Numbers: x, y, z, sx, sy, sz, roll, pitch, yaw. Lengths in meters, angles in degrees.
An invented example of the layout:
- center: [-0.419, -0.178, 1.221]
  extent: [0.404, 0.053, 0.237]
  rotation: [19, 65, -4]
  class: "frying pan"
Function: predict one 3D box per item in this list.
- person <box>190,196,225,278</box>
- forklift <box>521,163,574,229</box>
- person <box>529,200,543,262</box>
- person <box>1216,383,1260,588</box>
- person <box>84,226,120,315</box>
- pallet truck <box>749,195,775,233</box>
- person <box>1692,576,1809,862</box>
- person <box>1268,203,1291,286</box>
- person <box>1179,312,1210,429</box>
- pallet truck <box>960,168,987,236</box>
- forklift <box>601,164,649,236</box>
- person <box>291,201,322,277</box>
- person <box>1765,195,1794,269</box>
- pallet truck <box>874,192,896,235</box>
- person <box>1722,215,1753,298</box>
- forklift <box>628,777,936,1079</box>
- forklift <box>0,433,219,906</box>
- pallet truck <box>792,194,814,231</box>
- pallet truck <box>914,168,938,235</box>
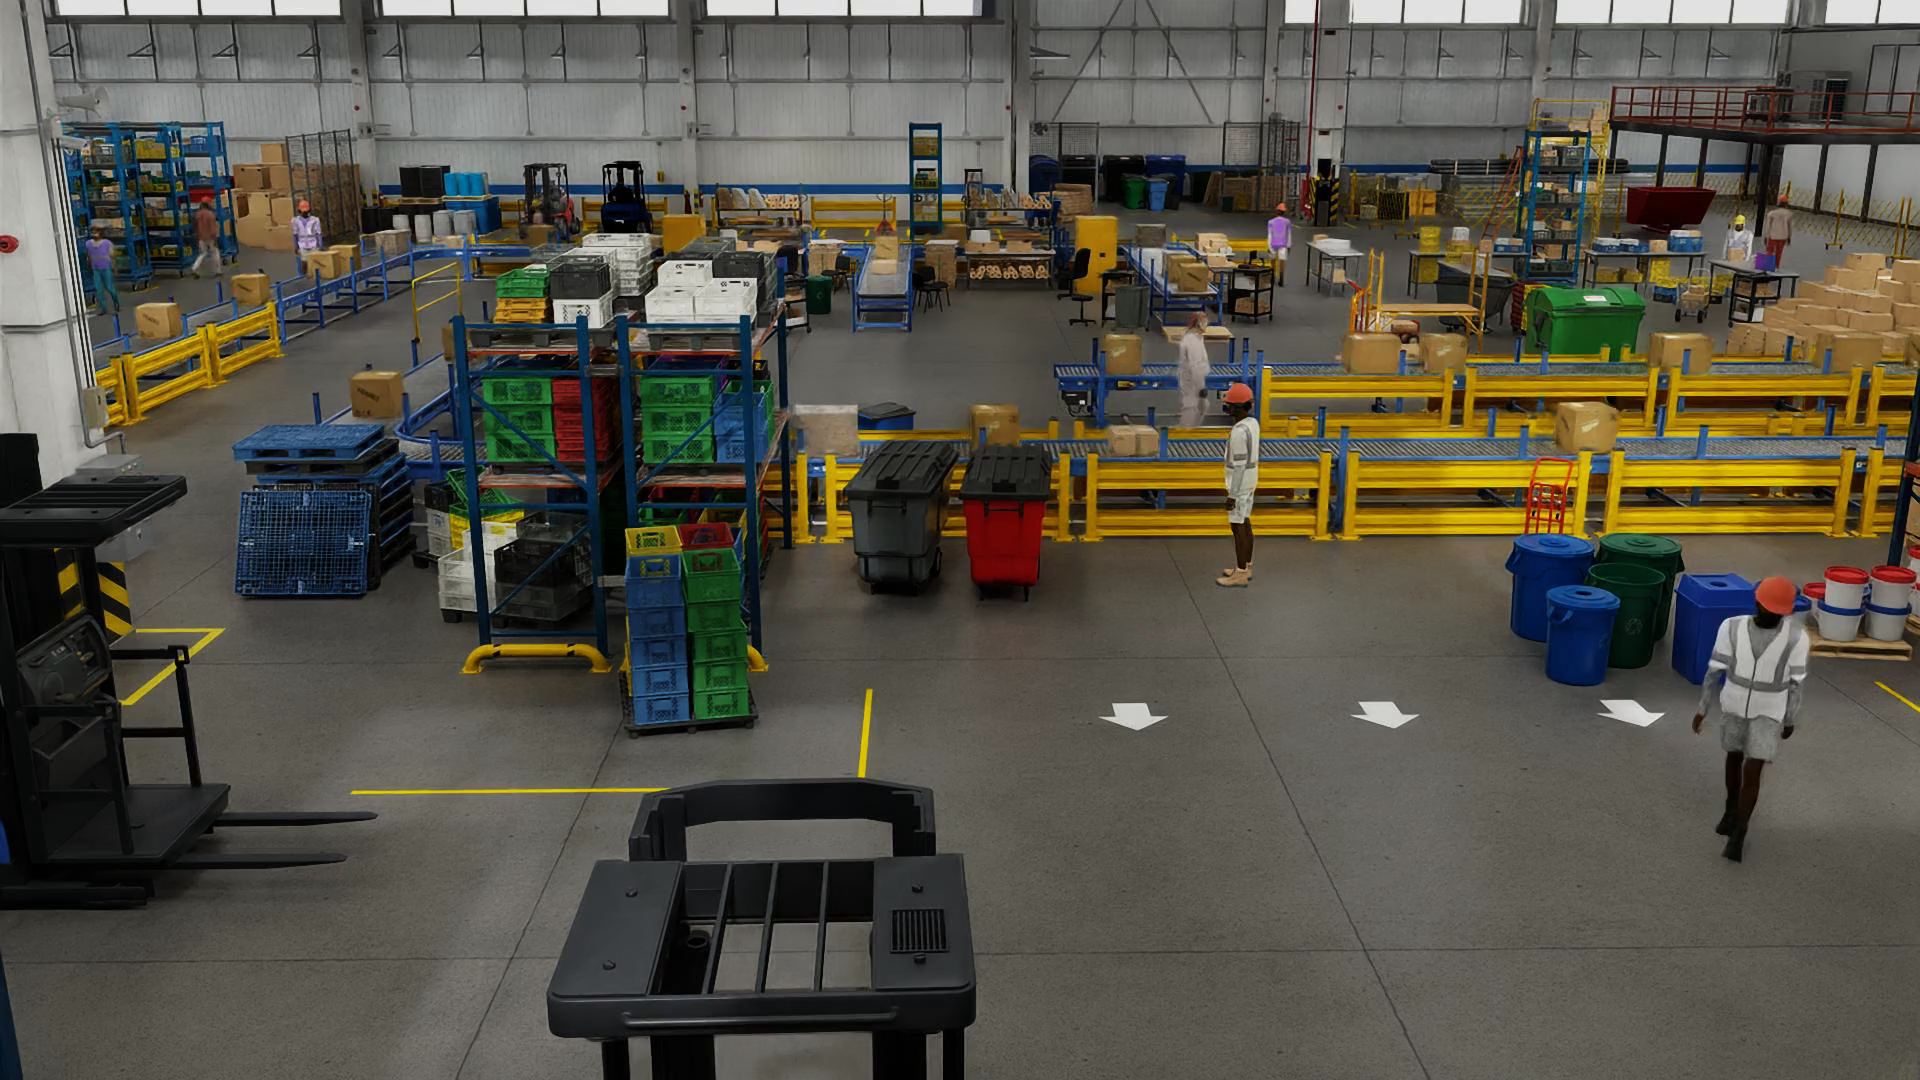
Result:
- center: [-18.172, -7.262, 39.972]
  extent: [0.642, 1.957, 0.849]
  rotation: [5, 17, 18]
  class: "person"
- center: [-12.233, -10.122, 49.298]
  extent: [1.157, 1.987, 2.680]
  rotation: [0, 16, -1]
  class: "forklift"
- center: [-10.619, -7.698, 41.896]
  extent: [0.903, 1.714, 0.540]
  rotation: [-10, 19, -31]
  class: "person"
- center: [2.737, -0.540, 16.444]
  extent: [0.393, 2.041, 0.614]
  rotation: [7, 17, 23]
  class: "person"
- center: [-17.691, -5.580, 34.351]
  extent: [0.592, 1.823, 0.628]
  rotation: [0, 16, -1]
  class: "person"
- center: [-6.051, -9.967, 50.660]
  extent: [0.680, 1.201, 1.601]
  rotation: [0, 16, -1]
  class: "pallet truck"
- center: [5.130, 1.139, 10.862]
  extent: [0.587, 1.887, 0.896]
  rotation: [12, 20, 36]
  class: "person"
- center: [7.411, -6.855, 38.655]
  extent: [0.554, 1.904, 0.794]
  rotation: [3, 16, 10]
  class: "person"
- center: [3.141, -2.088, 22.112]
  extent: [0.513, 1.889, 0.640]
  rotation: [2, 16, 7]
  class: "person"
- center: [0.383, -10.230, 50.206]
  extent: [0.823, 1.965, 1.885]
  rotation: [-1, 16, -3]
  class: "pallet truck"
- center: [-9.948, -10.127, 49.296]
  extent: [1.157, 1.987, 2.680]
  rotation: [-1, 16, -3]
  class: "forklift"
- center: [-14.879, -6.716, 37.956]
  extent: [0.619, 2.029, 0.457]
  rotation: [-3, 16, -12]
  class: "person"
- center: [19.769, -7.337, 40.187]
  extent: [0.621, 1.974, 0.487]
  rotation: [5, 17, 16]
  class: "person"
- center: [-2.277, -9.986, 50.594]
  extent: [0.653, 1.274, 1.630]
  rotation: [0, 16, -1]
  class: "pallet truck"
- center: [17.078, -6.223, 36.596]
  extent: [0.595, 1.824, 0.404]
  rotation: [15, 22, 42]
  class: "person"
- center: [-0.542, 2.165, 5.552]
  extent: [1.129, 2.768, 1.873]
  rotation: [-1, 16, -2]
  class: "forklift"
- center: [-5.952, 0.780, 10.366]
  extent: [1.873, 2.768, 1.129]
  rotation: [0, 16, -1]
  class: "forklift"
- center: [-4.814, -9.883, 50.259]
  extent: [0.704, 1.261, 1.522]
  rotation: [-1, 16, -3]
  class: "pallet truck"
- center: [-0.989, -10.316, 50.507]
  extent: [0.823, 1.965, 1.885]
  rotation: [1, 16, 3]
  class: "pallet truck"
